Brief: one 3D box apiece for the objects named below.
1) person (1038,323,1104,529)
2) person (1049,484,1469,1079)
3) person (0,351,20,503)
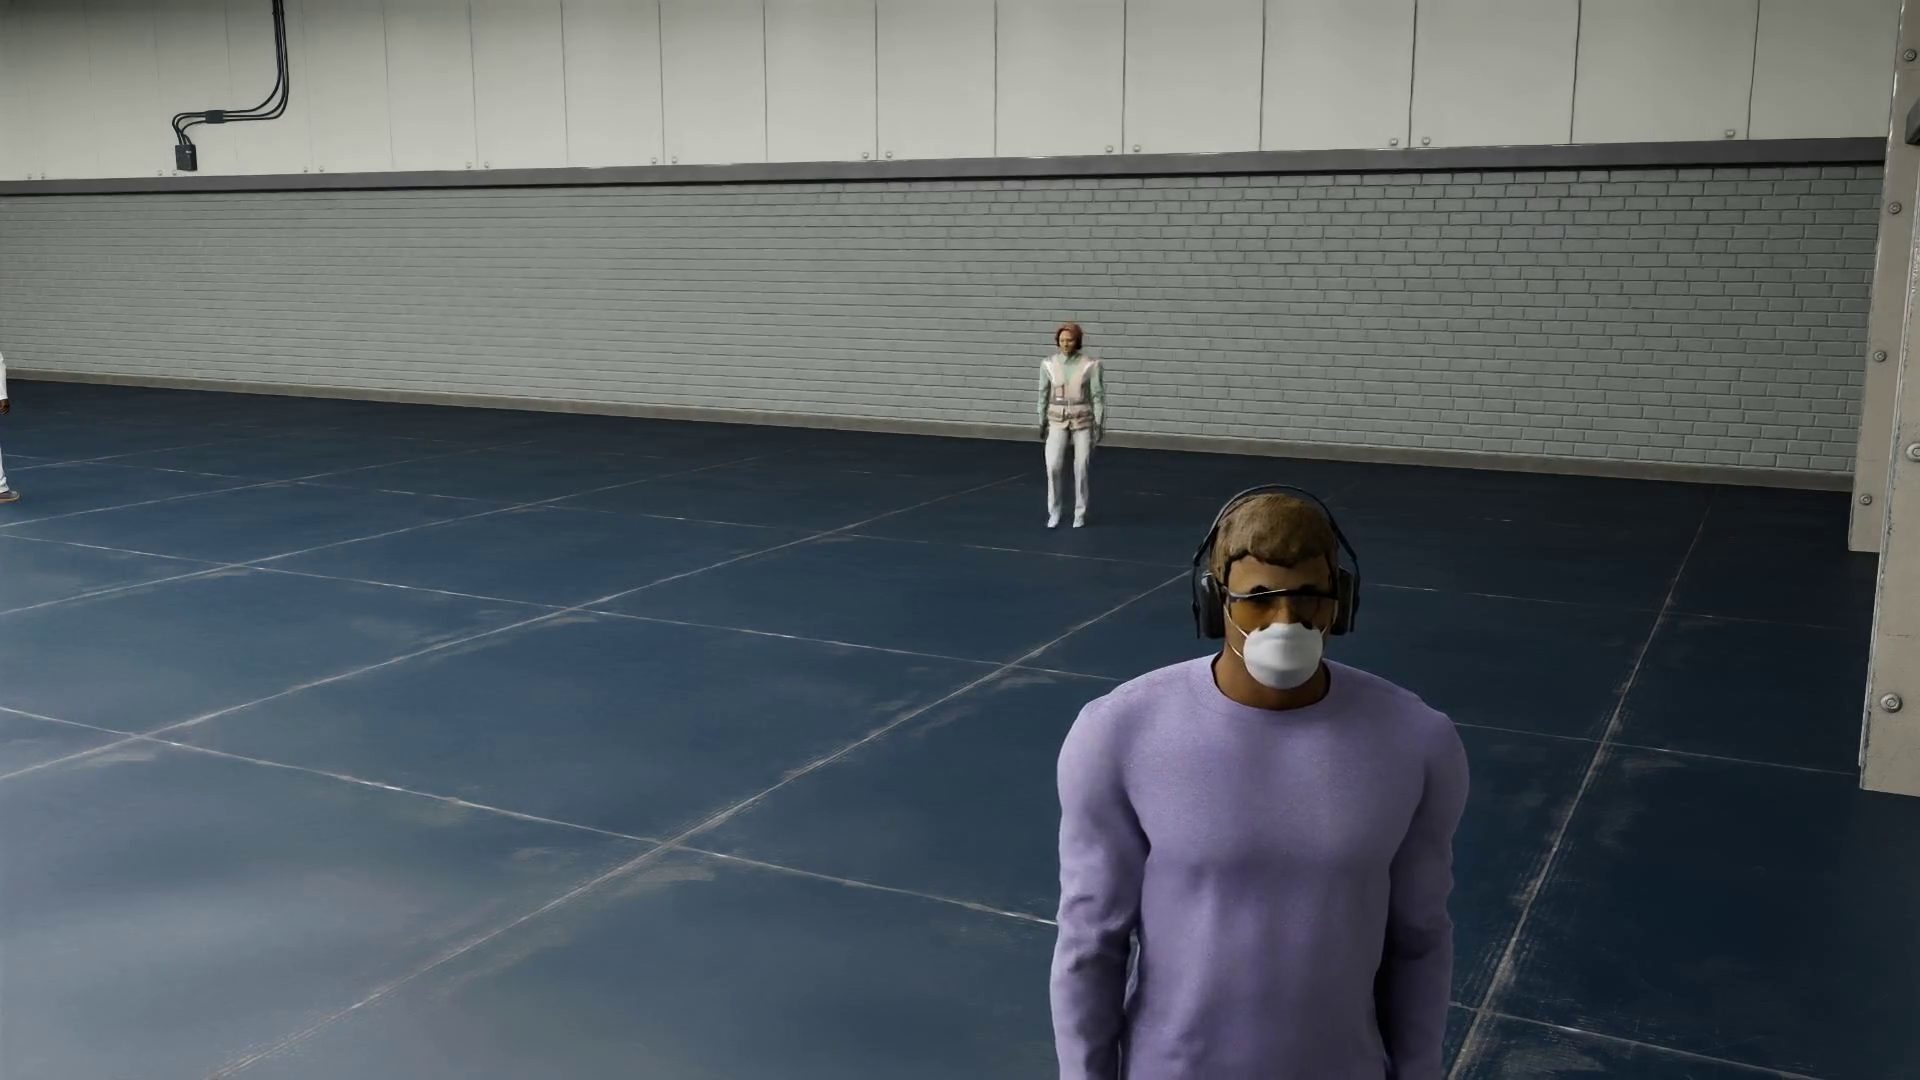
[{"bbox_3d":[0.860,-0.876,12.974,0.546,1.617,0.541,2,11,13],"label":"person"},{"bbox_3d":[0.452,0.874,2.559,0.631,1.940,0.372,-1,10,-4],"label":"person"},{"bbox_3d":[-8.444,-1.241,14.245,0.573,1.883,0.356,-1,10,-3],"label":"person"}]
